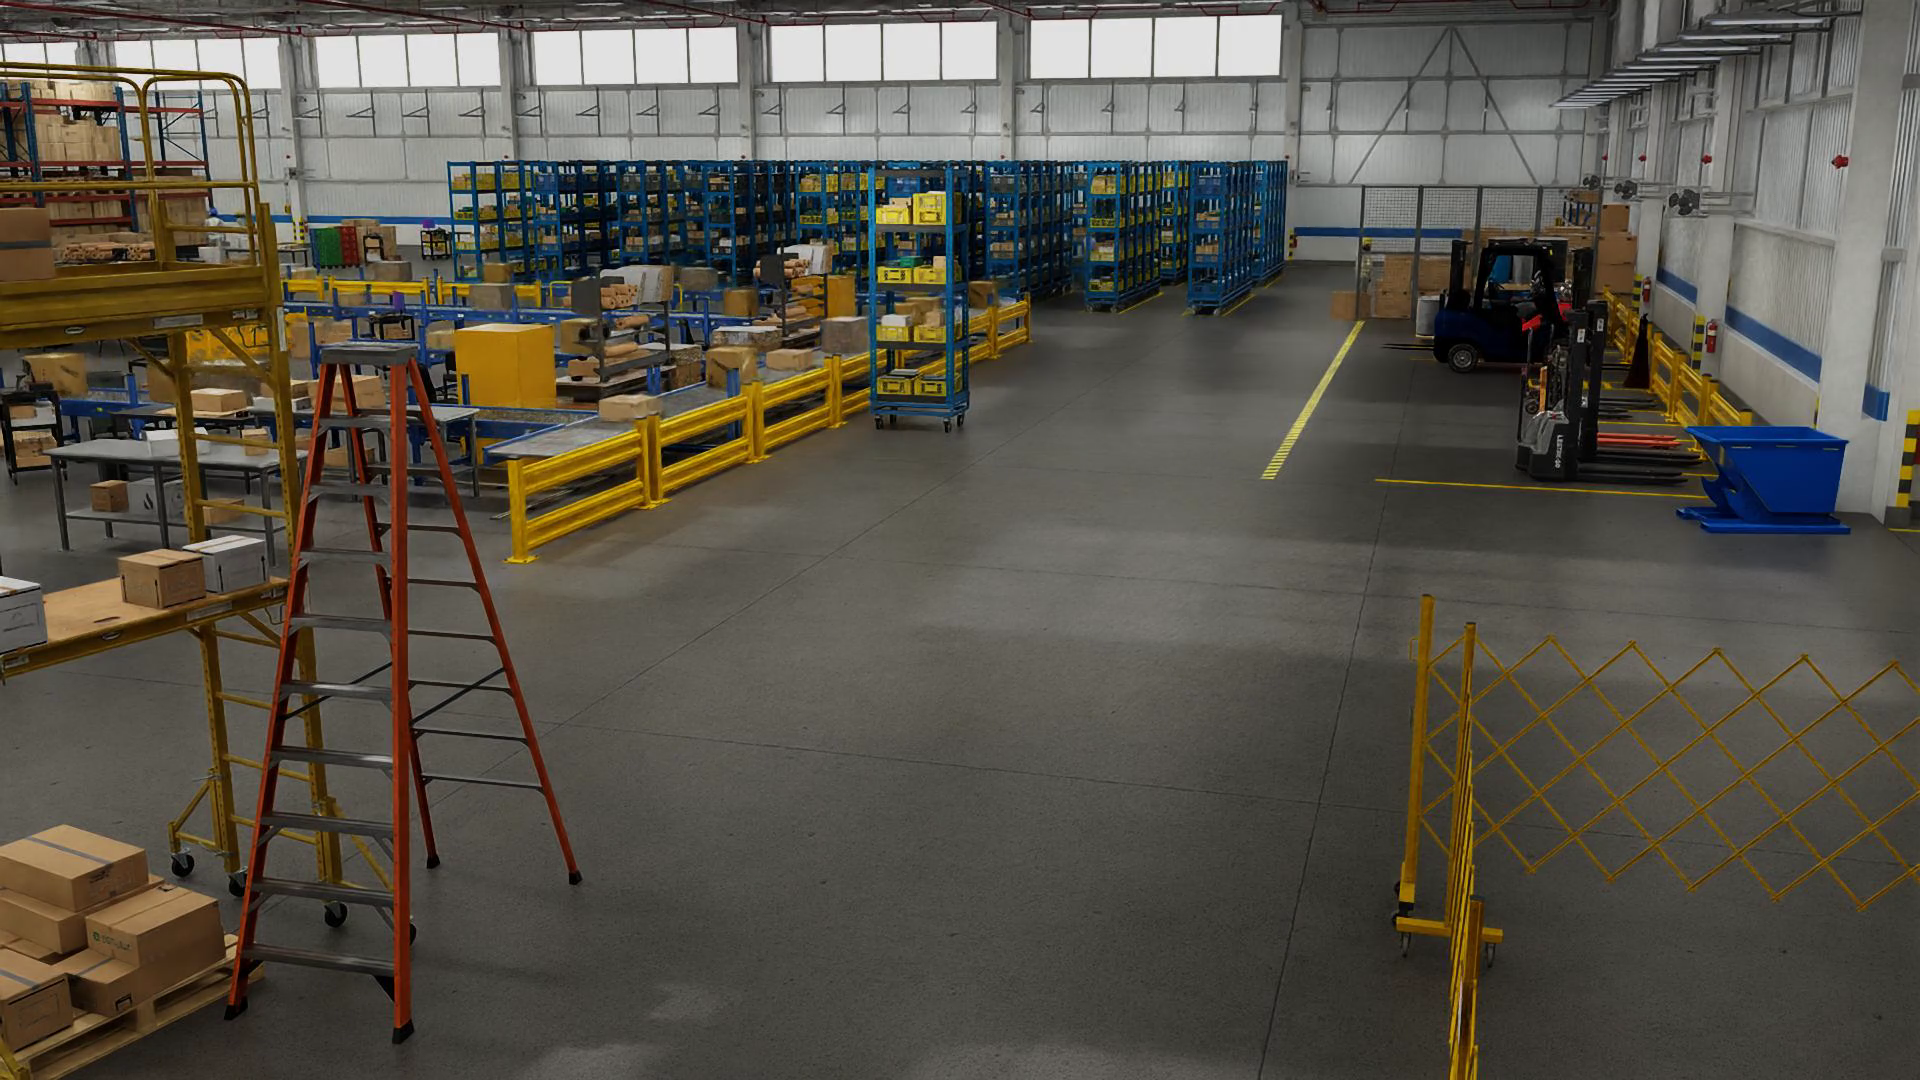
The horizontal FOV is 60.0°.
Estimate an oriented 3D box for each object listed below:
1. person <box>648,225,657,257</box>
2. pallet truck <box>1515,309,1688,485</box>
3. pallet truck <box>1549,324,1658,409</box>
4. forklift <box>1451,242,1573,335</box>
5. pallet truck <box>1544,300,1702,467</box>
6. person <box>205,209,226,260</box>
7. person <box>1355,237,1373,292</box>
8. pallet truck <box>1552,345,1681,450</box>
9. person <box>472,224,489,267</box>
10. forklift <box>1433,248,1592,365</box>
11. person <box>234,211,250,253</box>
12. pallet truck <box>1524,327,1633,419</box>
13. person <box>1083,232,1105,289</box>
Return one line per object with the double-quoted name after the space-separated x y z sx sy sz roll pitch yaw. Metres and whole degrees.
-9.740 -9.201 51.998 0.690 1.968 0.642 -1 13 -3 "person"
7.554 -1.677 19.446 1.885 1.965 0.823 3 13 14 "pallet truck"
9.824 -2.669 25.407 1.601 1.201 0.680 4 14 16 "pallet truck"
10.464 -4.597 31.405 2.680 1.987 1.157 4 14 16 "forklift"
8.263 -1.952 20.631 1.885 1.965 0.823 5 14 20 "pallet truck"
-26.080 -10.640 58.357 0.639 1.900 0.940 -3 13 -14 "person"
9.804 -6.445 40.406 0.404 1.829 0.595 11 17 40 "person"
8.641 -1.896 21.908 1.630 1.274 0.653 4 14 16 "pallet truck"
-14.609 -8.897 50.829 0.641 1.908 0.407 10 17 38 "person"
9.780 -4.111 29.280 2.680 1.987 1.157 3 13 14 "forklift"
-27.242 -11.621 63.078 0.915 1.681 0.500 8 15 31 "person"
9.065 -2.460 24.370 1.522 1.261 0.704 3 13 14 "pallet truck"
3.784 -7.926 46.846 0.699 1.809 0.549 -2 13 -7 "person"
